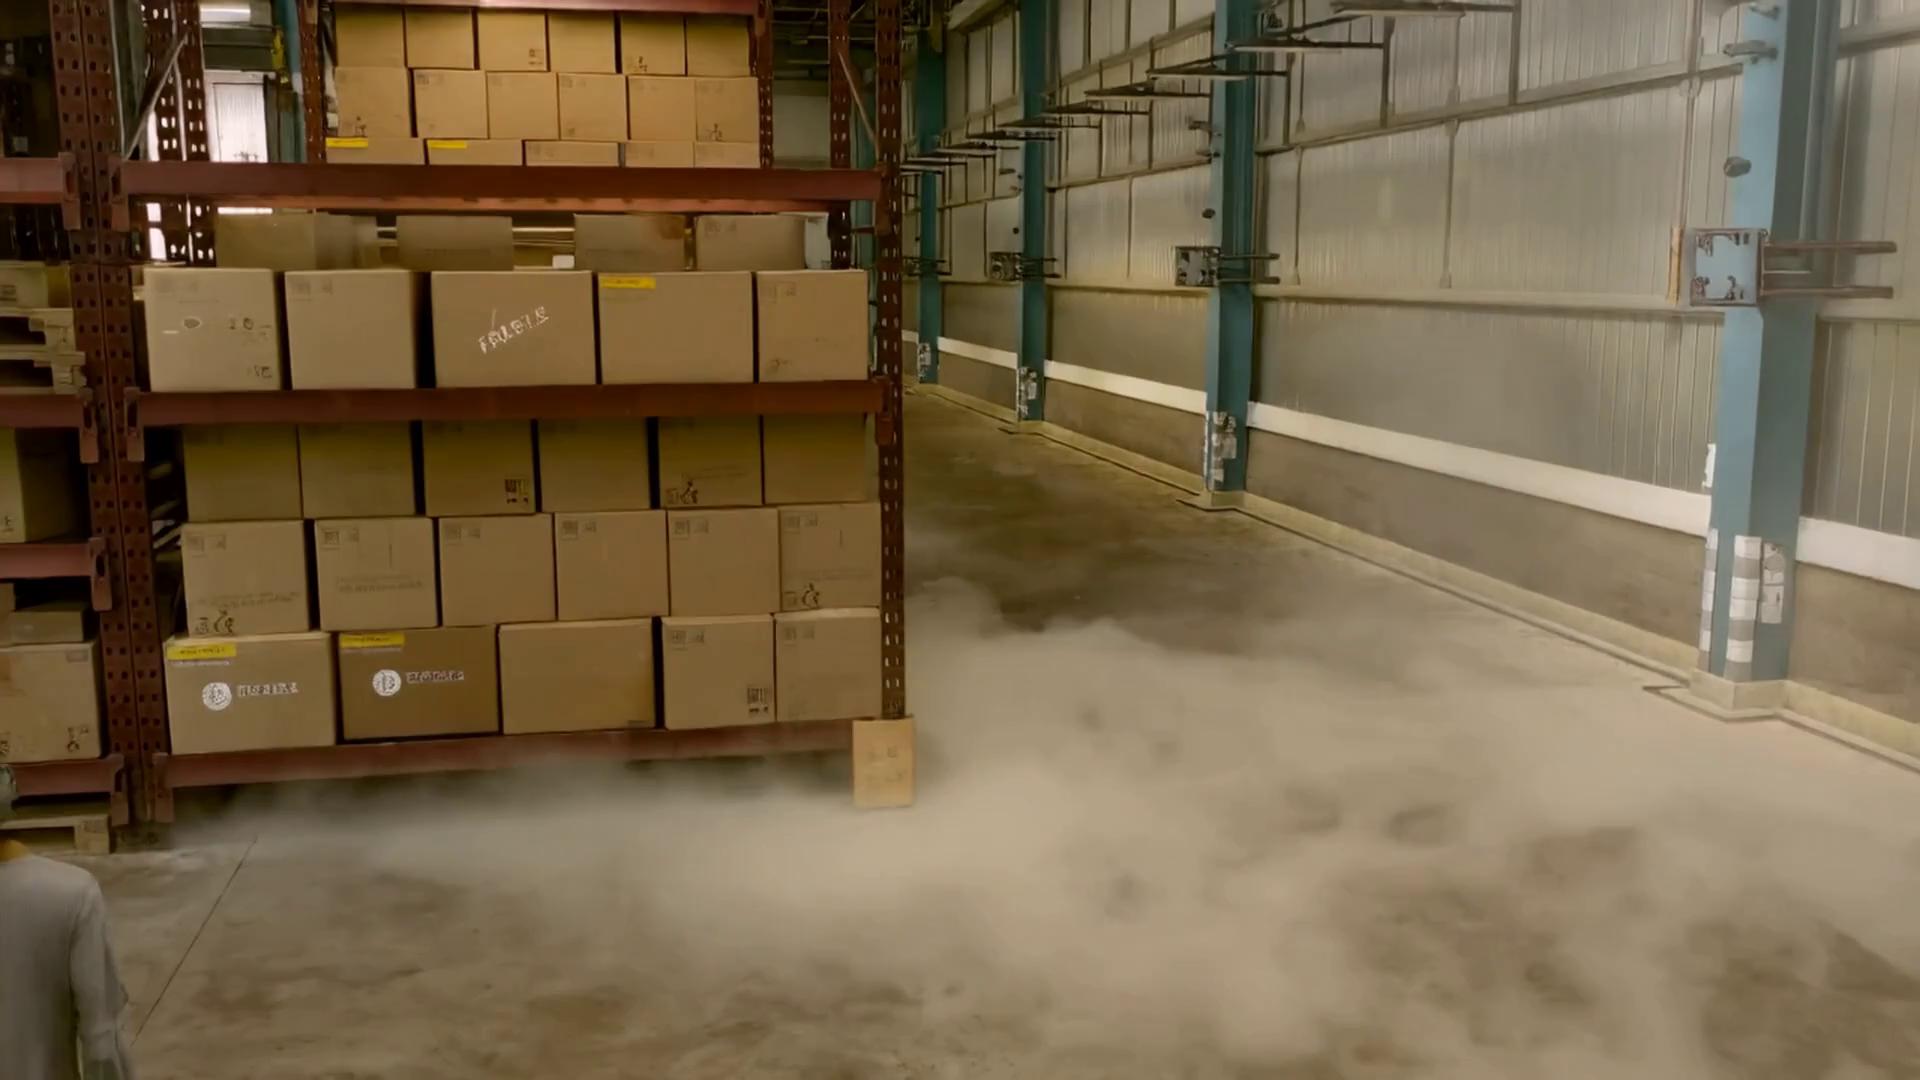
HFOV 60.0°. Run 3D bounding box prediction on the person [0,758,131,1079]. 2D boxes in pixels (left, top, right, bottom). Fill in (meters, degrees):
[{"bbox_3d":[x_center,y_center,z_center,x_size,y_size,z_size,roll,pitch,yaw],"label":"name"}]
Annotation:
[{"bbox_3d":[-2.395,1.410,4.151,0.644,1.913,0.408,-2,10,-12],"label":"person"}]
